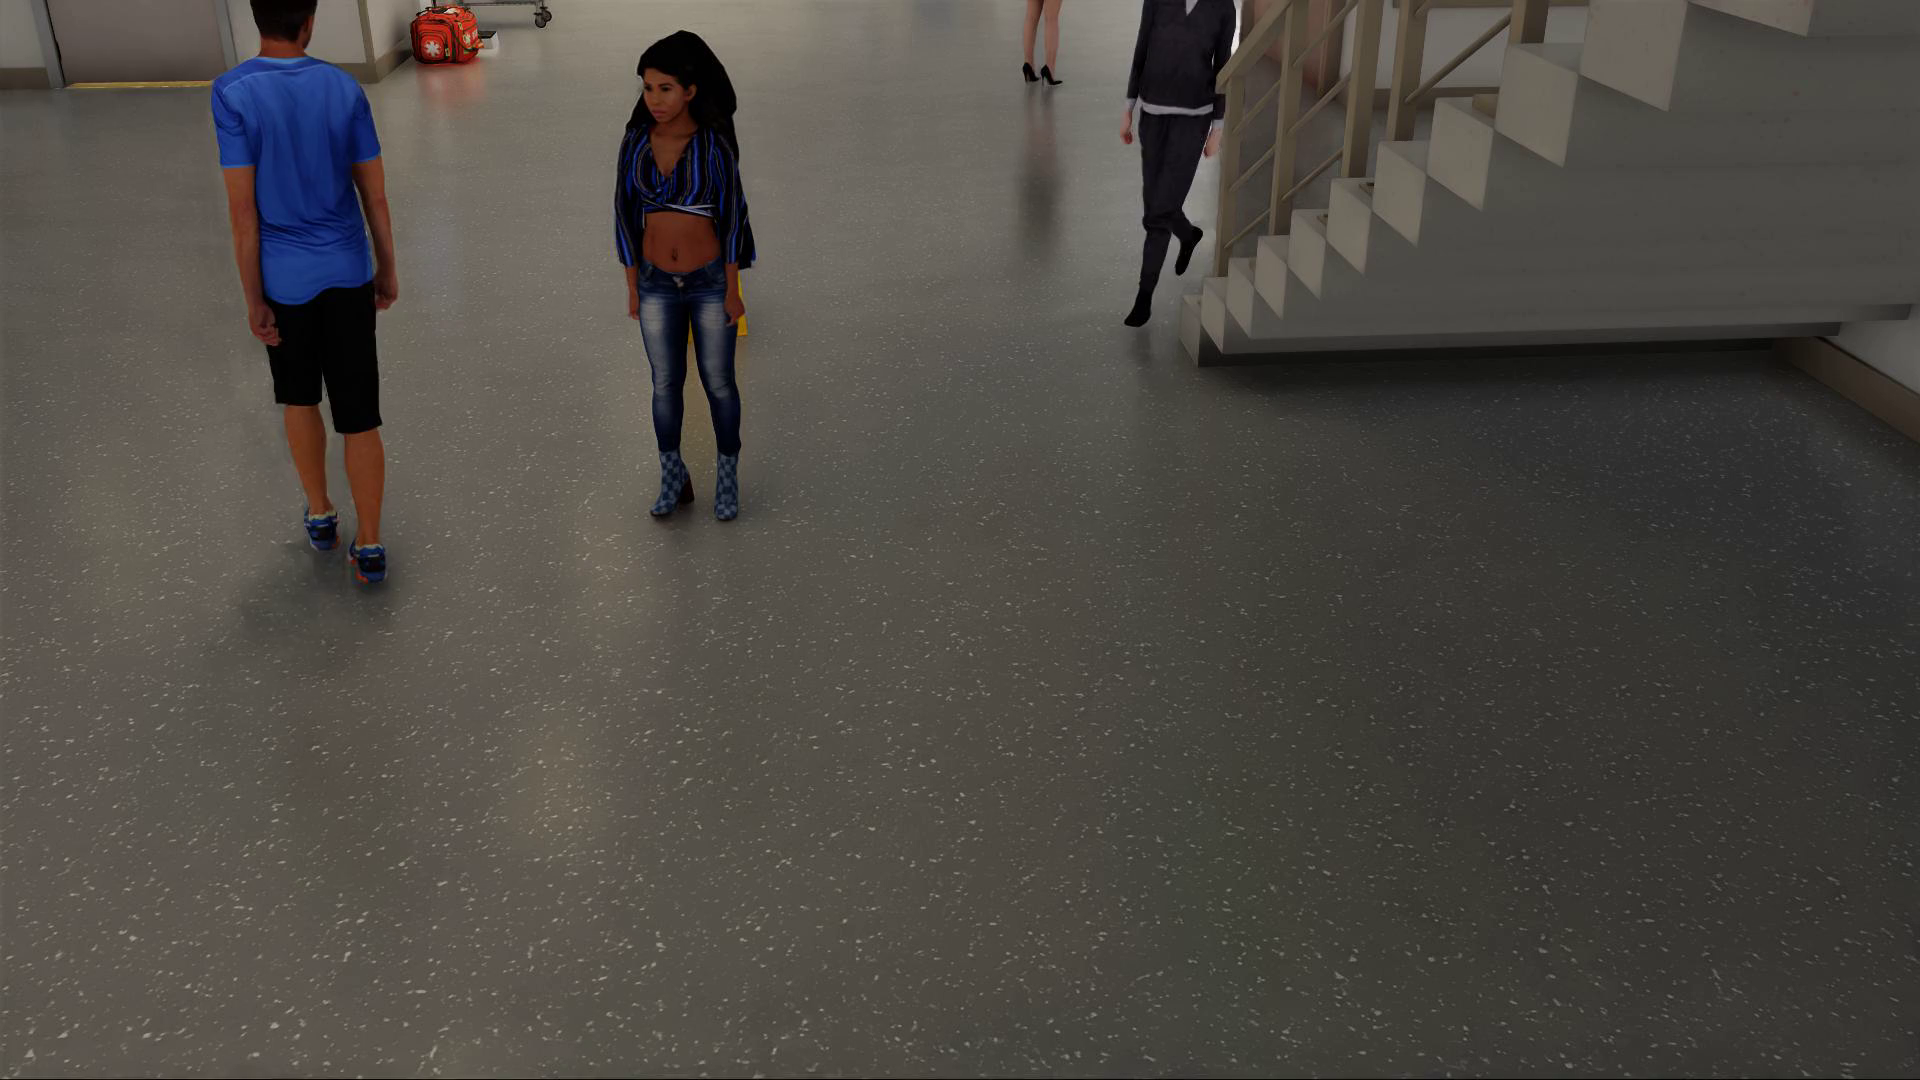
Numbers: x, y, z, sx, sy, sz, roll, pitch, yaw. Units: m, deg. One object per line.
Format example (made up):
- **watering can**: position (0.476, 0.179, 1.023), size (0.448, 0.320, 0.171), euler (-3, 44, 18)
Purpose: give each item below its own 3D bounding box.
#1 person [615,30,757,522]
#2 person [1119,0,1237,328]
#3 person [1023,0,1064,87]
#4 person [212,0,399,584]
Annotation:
- **person**: position (-0.897, -0.830, 5.460), size (0.660, 1.617, 0.633), euler (4, 26, 9)
- **person**: position (0.991, -1.843, 7.417), size (0.982, 1.741, 1.111), euler (16, 30, 30)
- **person**: position (0.644, -4.350, 12.667), size (0.660, 1.697, 0.736), euler (23, 34, 39)
- **person**: position (-1.953, -0.739, 5.030), size (0.767, 1.826, 0.908), euler (-15, 30, -28)
